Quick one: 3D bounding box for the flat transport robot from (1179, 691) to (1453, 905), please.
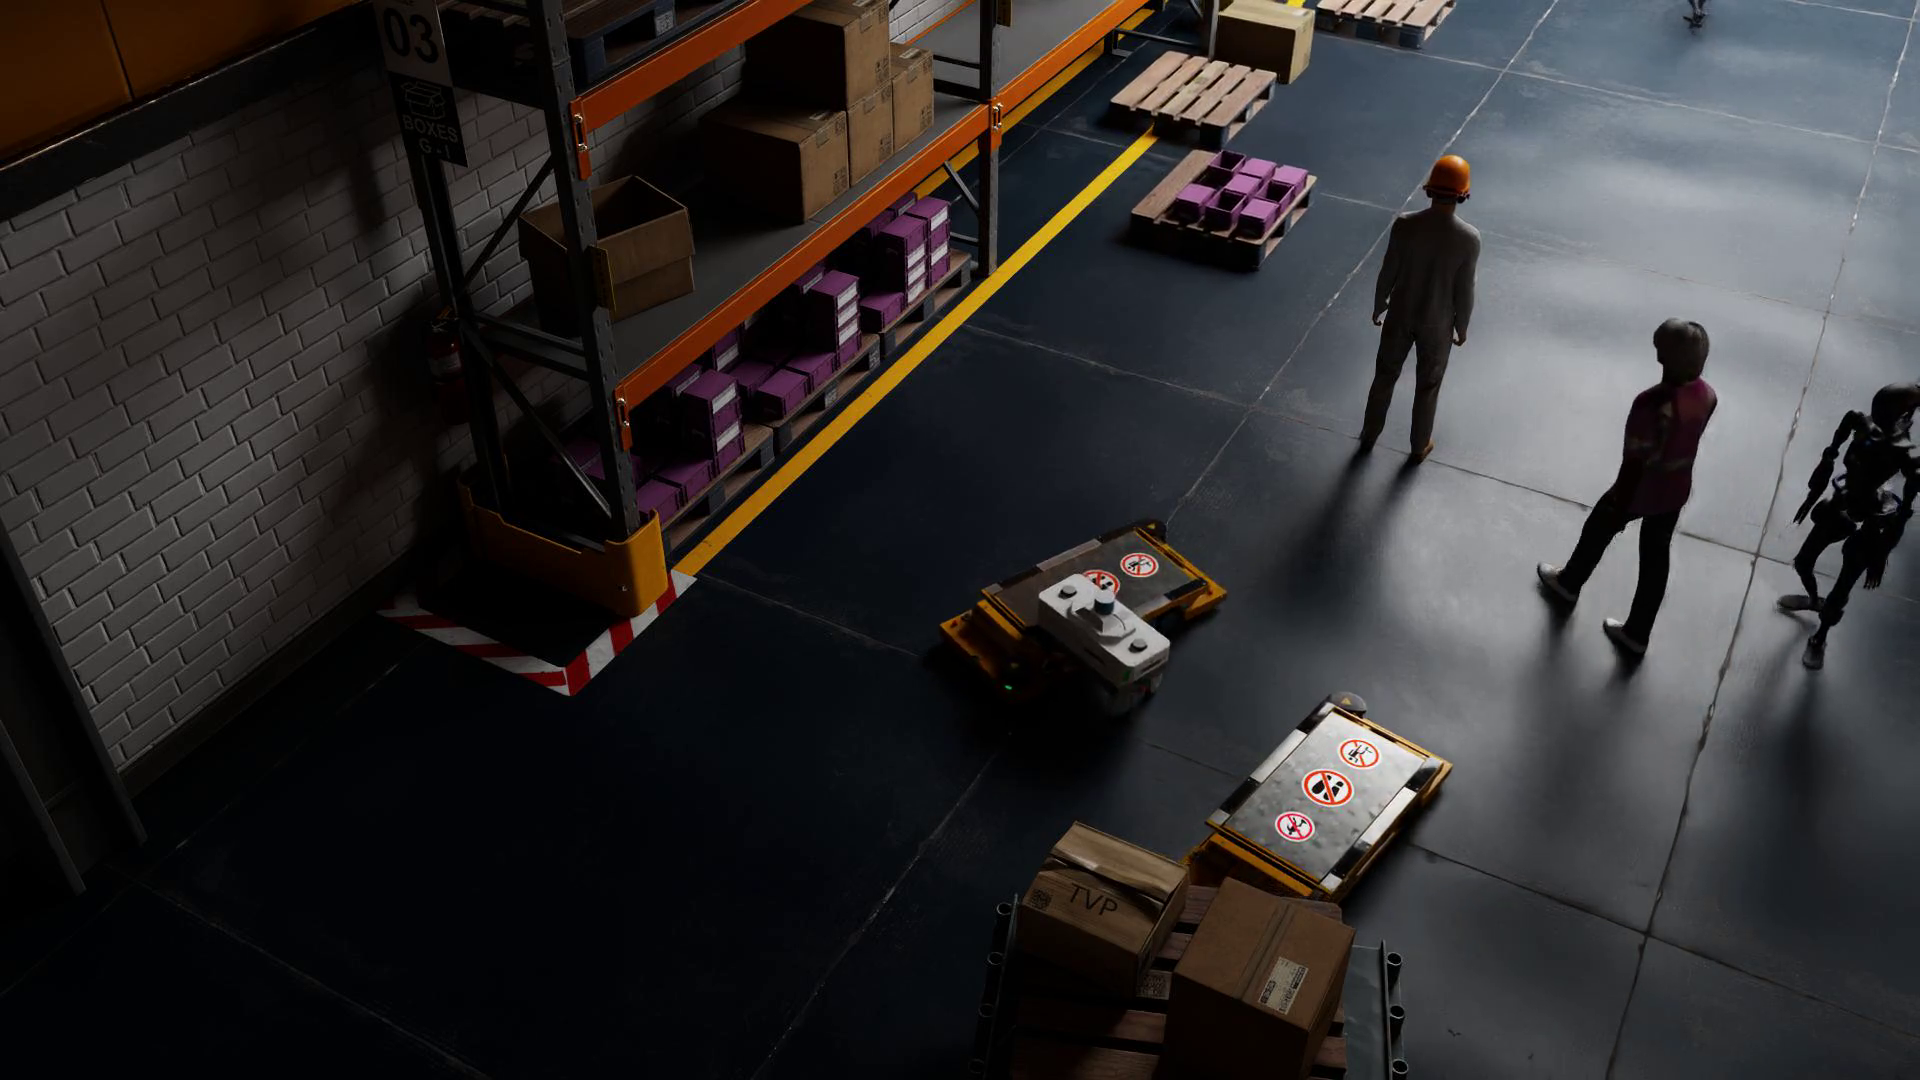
[{"bbox_3d":[1.640,1.263,7.641,0.659,0.231,1.431,28,46,30],"label":"flat transport robot"}]

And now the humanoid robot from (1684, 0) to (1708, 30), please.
[{"bbox_3d":[6.767,-5.359,14.794,0.606,1.639,0.483,-7,39,-8],"label":"humanoid robot"}]

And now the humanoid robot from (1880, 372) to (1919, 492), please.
[{"bbox_3d":[5.538,-0.763,9.018,0.535,1.749,0.976,-10,40,-13],"label":"humanoid robot"}]

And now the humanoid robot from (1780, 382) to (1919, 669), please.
[{"bbox_3d":[4.469,-0.113,8.238,0.468,1.647,0.604,-13,40,-15],"label":"humanoid robot"}]

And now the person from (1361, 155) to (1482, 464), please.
[{"bbox_3d":[2.659,-1.318,9.578,0.560,1.888,0.399,17,42,20],"label":"person"}]

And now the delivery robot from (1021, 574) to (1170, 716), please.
[{"bbox_3d":[0.690,0.500,8.381,0.501,0.614,0.786,-26,46,-29],"label":"delivery robot"}]

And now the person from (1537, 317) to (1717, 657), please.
[{"bbox_3d":[3.400,-0.309,8.371,0.544,1.808,0.860,-13,40,-15],"label":"person"}]

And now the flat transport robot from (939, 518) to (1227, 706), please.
[{"bbox_3d":[0.661,0.352,8.780,1.431,0.231,0.659,-23,44,-26],"label":"flat transport robot"}]
